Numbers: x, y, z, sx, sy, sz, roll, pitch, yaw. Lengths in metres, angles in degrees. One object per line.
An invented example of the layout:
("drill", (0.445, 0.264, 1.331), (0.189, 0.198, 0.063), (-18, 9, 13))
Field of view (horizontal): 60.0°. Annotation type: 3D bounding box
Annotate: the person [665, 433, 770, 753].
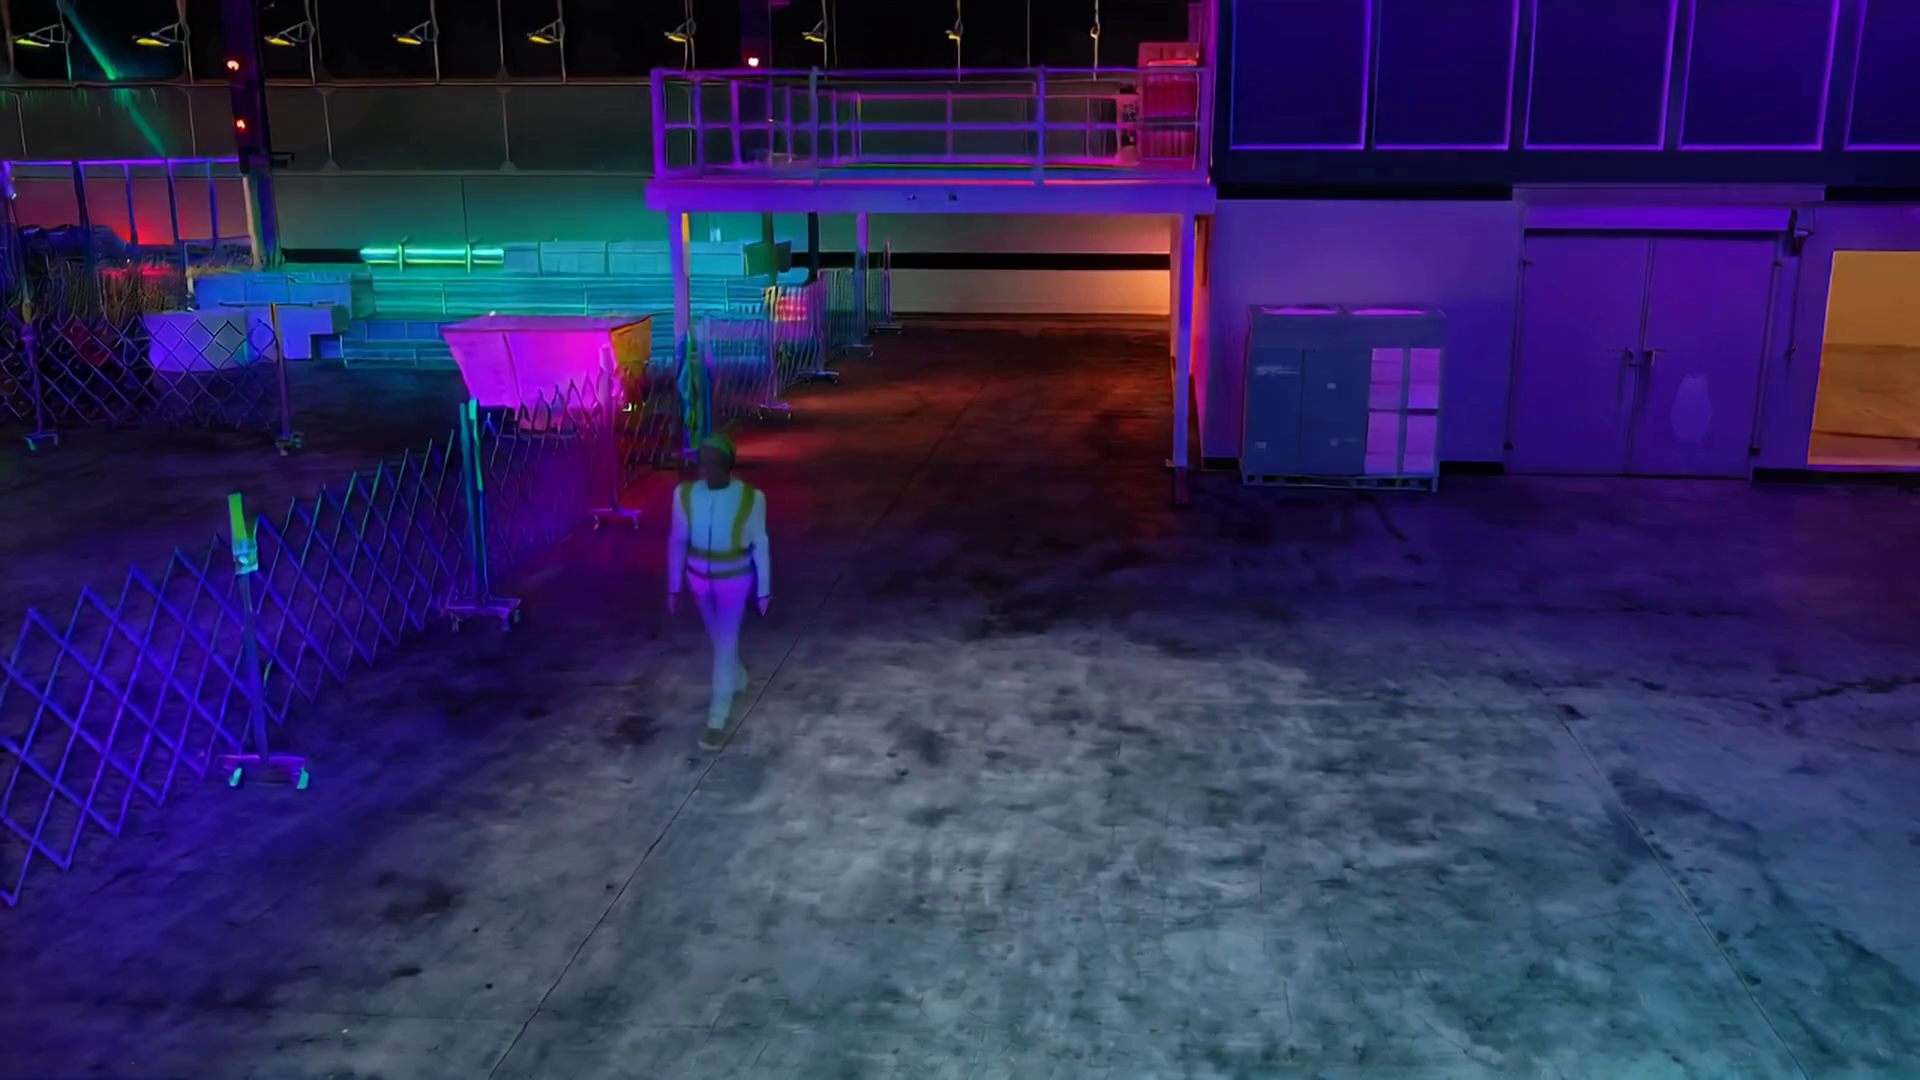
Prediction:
("person", (-1.422, 0.262, 9.928), (0.573, 1.839, 1.021), (4, 14, 16))
